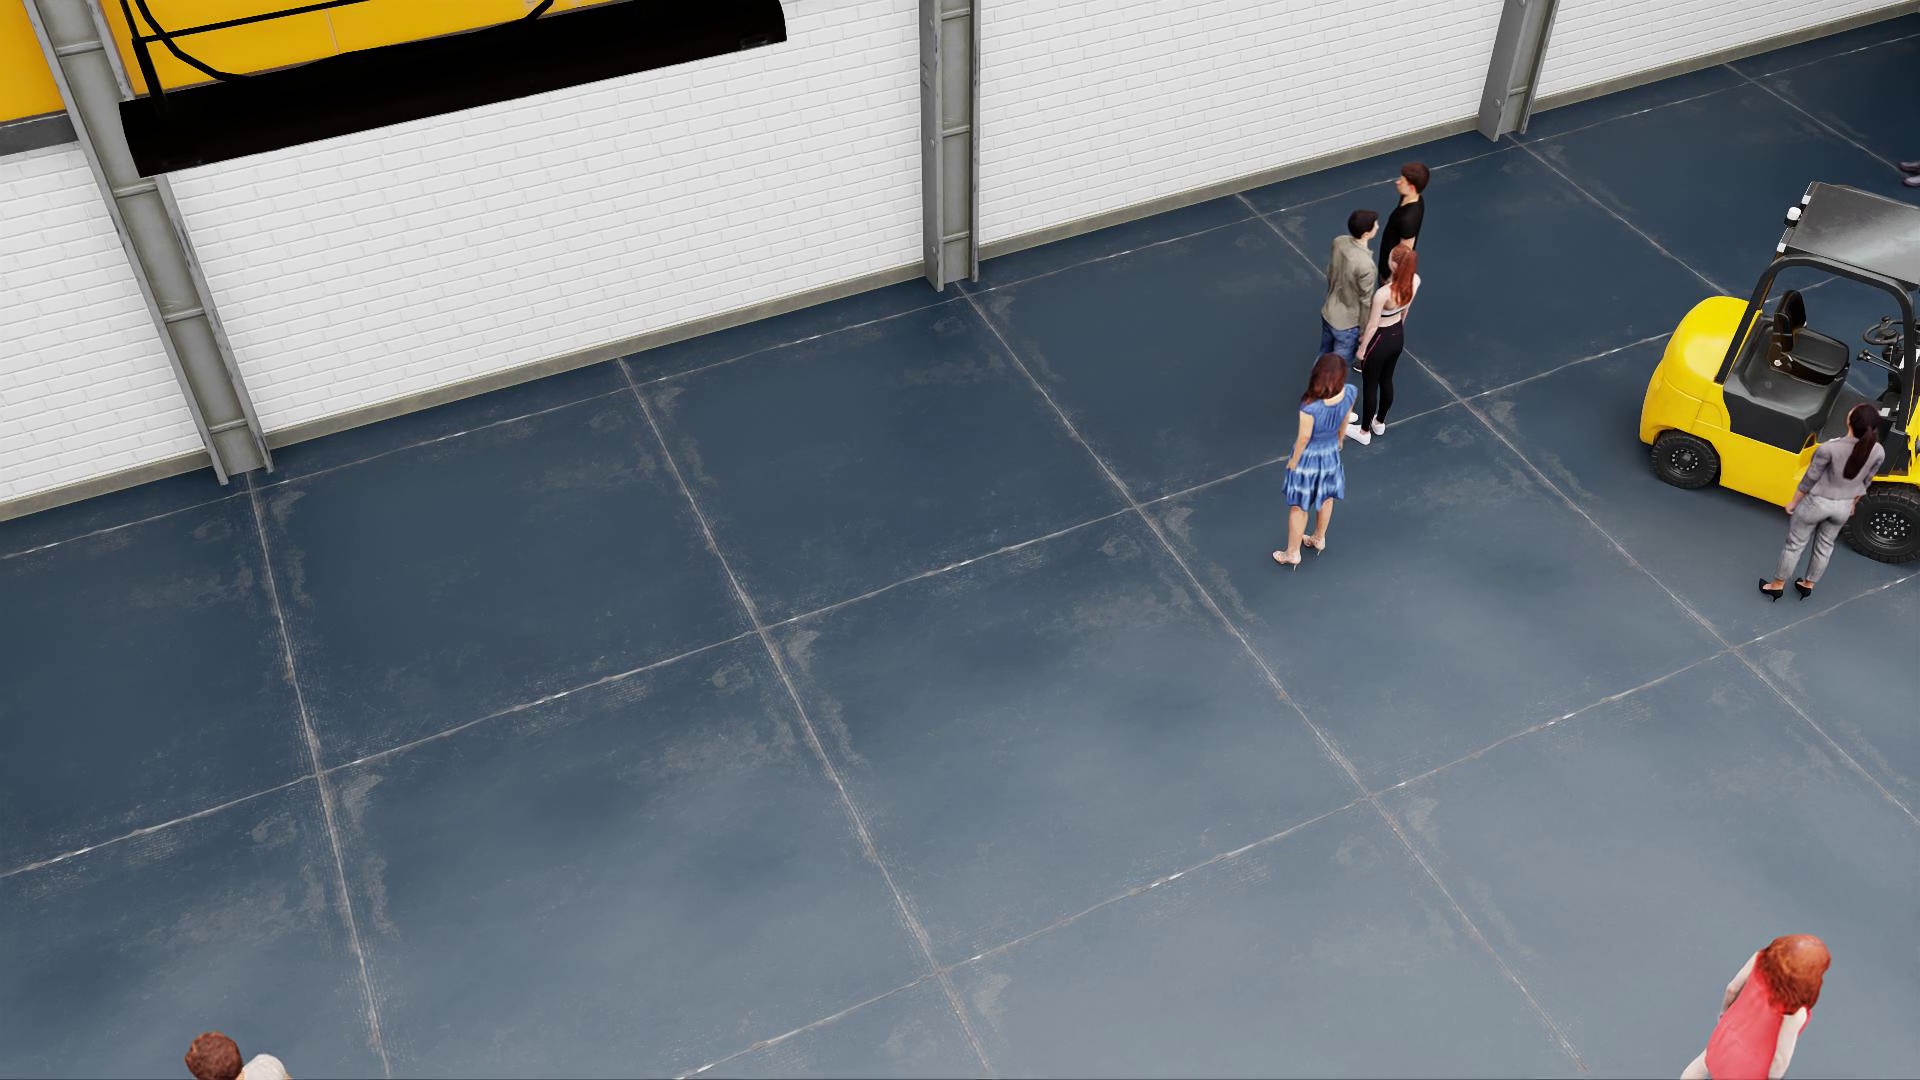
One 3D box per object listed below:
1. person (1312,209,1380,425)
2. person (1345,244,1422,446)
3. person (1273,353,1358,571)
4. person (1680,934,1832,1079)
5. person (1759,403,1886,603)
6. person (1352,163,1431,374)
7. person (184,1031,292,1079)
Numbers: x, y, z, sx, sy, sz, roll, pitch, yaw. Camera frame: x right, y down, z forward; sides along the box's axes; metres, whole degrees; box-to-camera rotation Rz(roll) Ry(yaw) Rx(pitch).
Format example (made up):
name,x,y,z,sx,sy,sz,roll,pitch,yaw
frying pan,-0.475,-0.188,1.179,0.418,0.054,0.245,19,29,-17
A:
name,x,y,z,sx,sy,sz,roll,pitch,yaw
person,2.914,-1.703,12.663,0.579,1.864,0.715,-15,46,-15
person,3.198,-1.475,12.514,0.519,1.741,0.682,-26,49,-25
person,2.446,-0.541,11.487,0.552,1.806,0.756,-24,49,-23
person,3.895,2.514,8.265,0.604,1.826,0.655,-6,44,-7
person,5.845,-0.231,11.255,0.663,1.677,0.771,1,44,1
person,3.454,-2.155,13.140,0.802,1.861,0.775,9,44,9
person,-3.243,2.881,7.828,0.805,1.898,0.701,22,48,21
